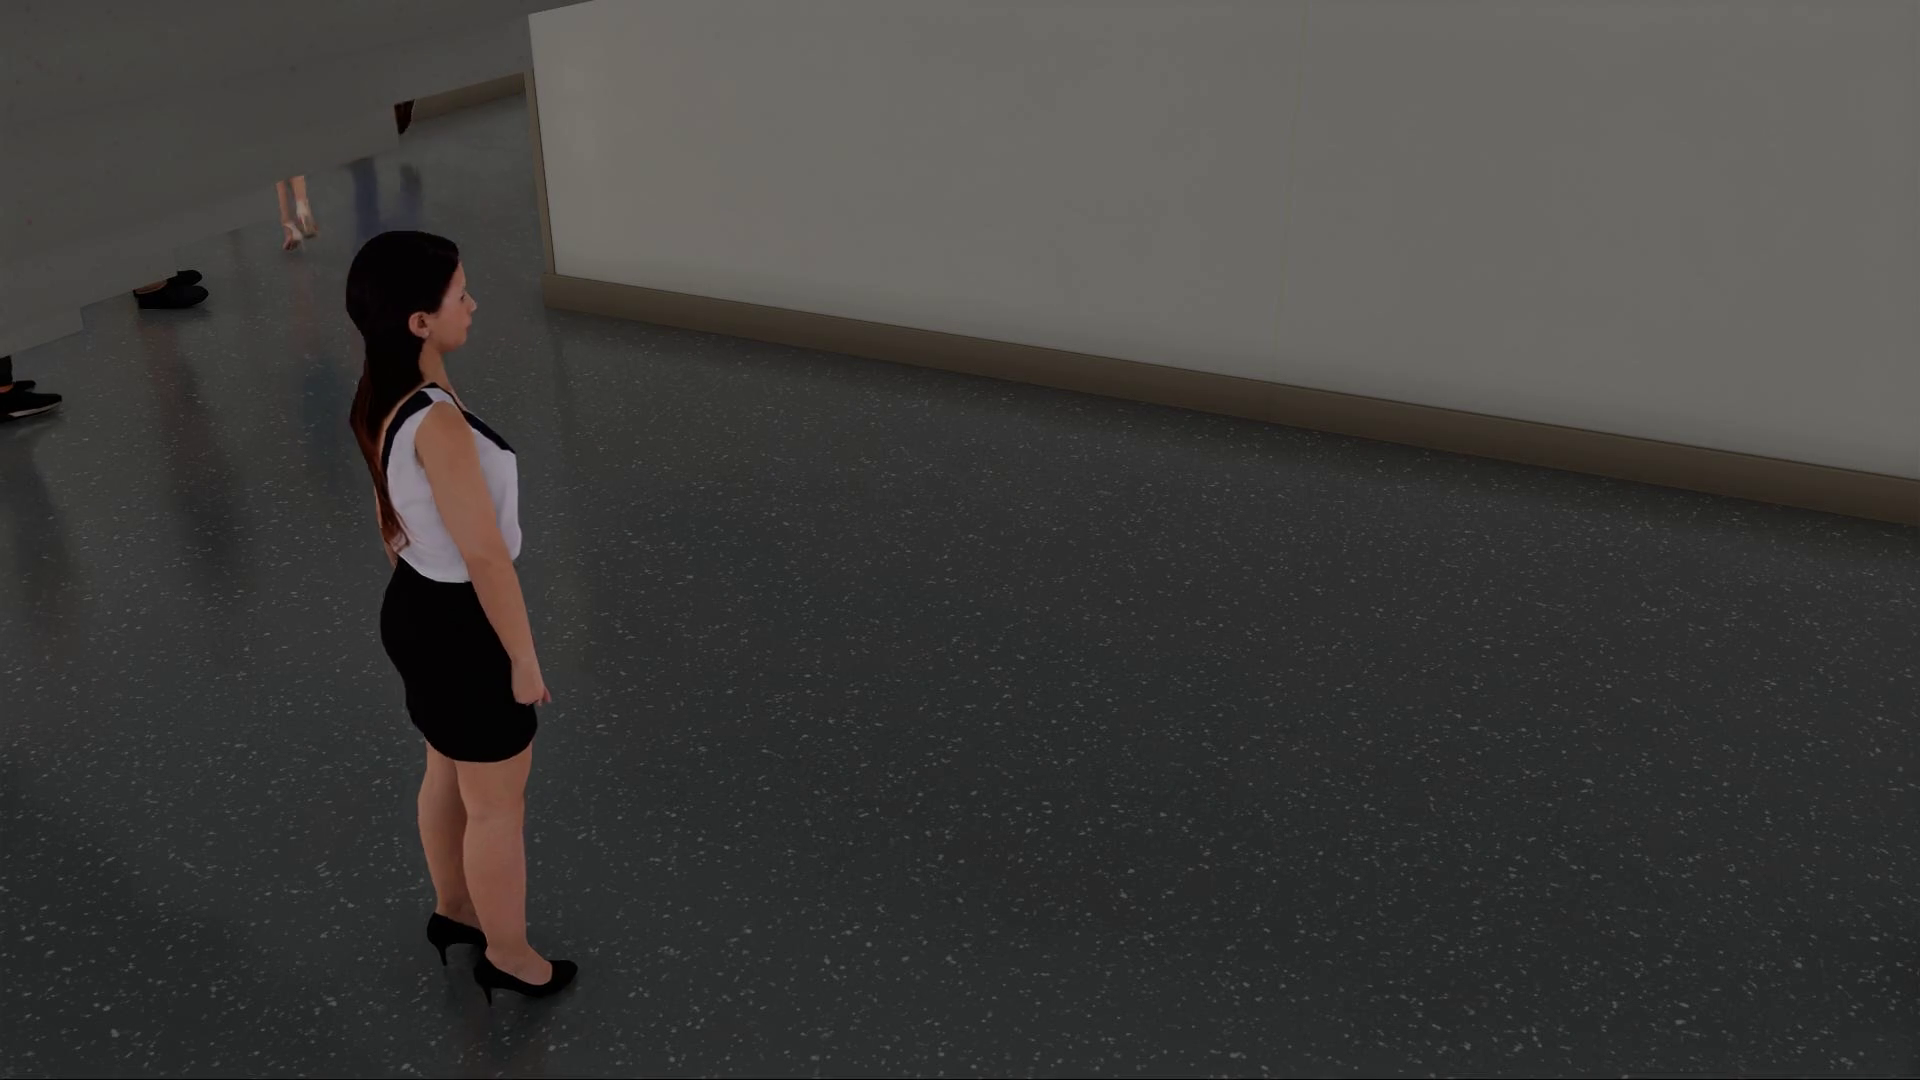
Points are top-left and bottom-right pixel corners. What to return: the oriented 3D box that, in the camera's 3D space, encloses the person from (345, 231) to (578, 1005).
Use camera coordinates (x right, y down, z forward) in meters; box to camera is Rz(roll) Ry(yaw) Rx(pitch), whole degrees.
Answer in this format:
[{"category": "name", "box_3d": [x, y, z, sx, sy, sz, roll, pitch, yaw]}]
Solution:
[{"category": "person", "box_3d": [-0.994, 0.205, 3.261, 0.689, 1.648, 0.573, -22, 33, -37]}]
